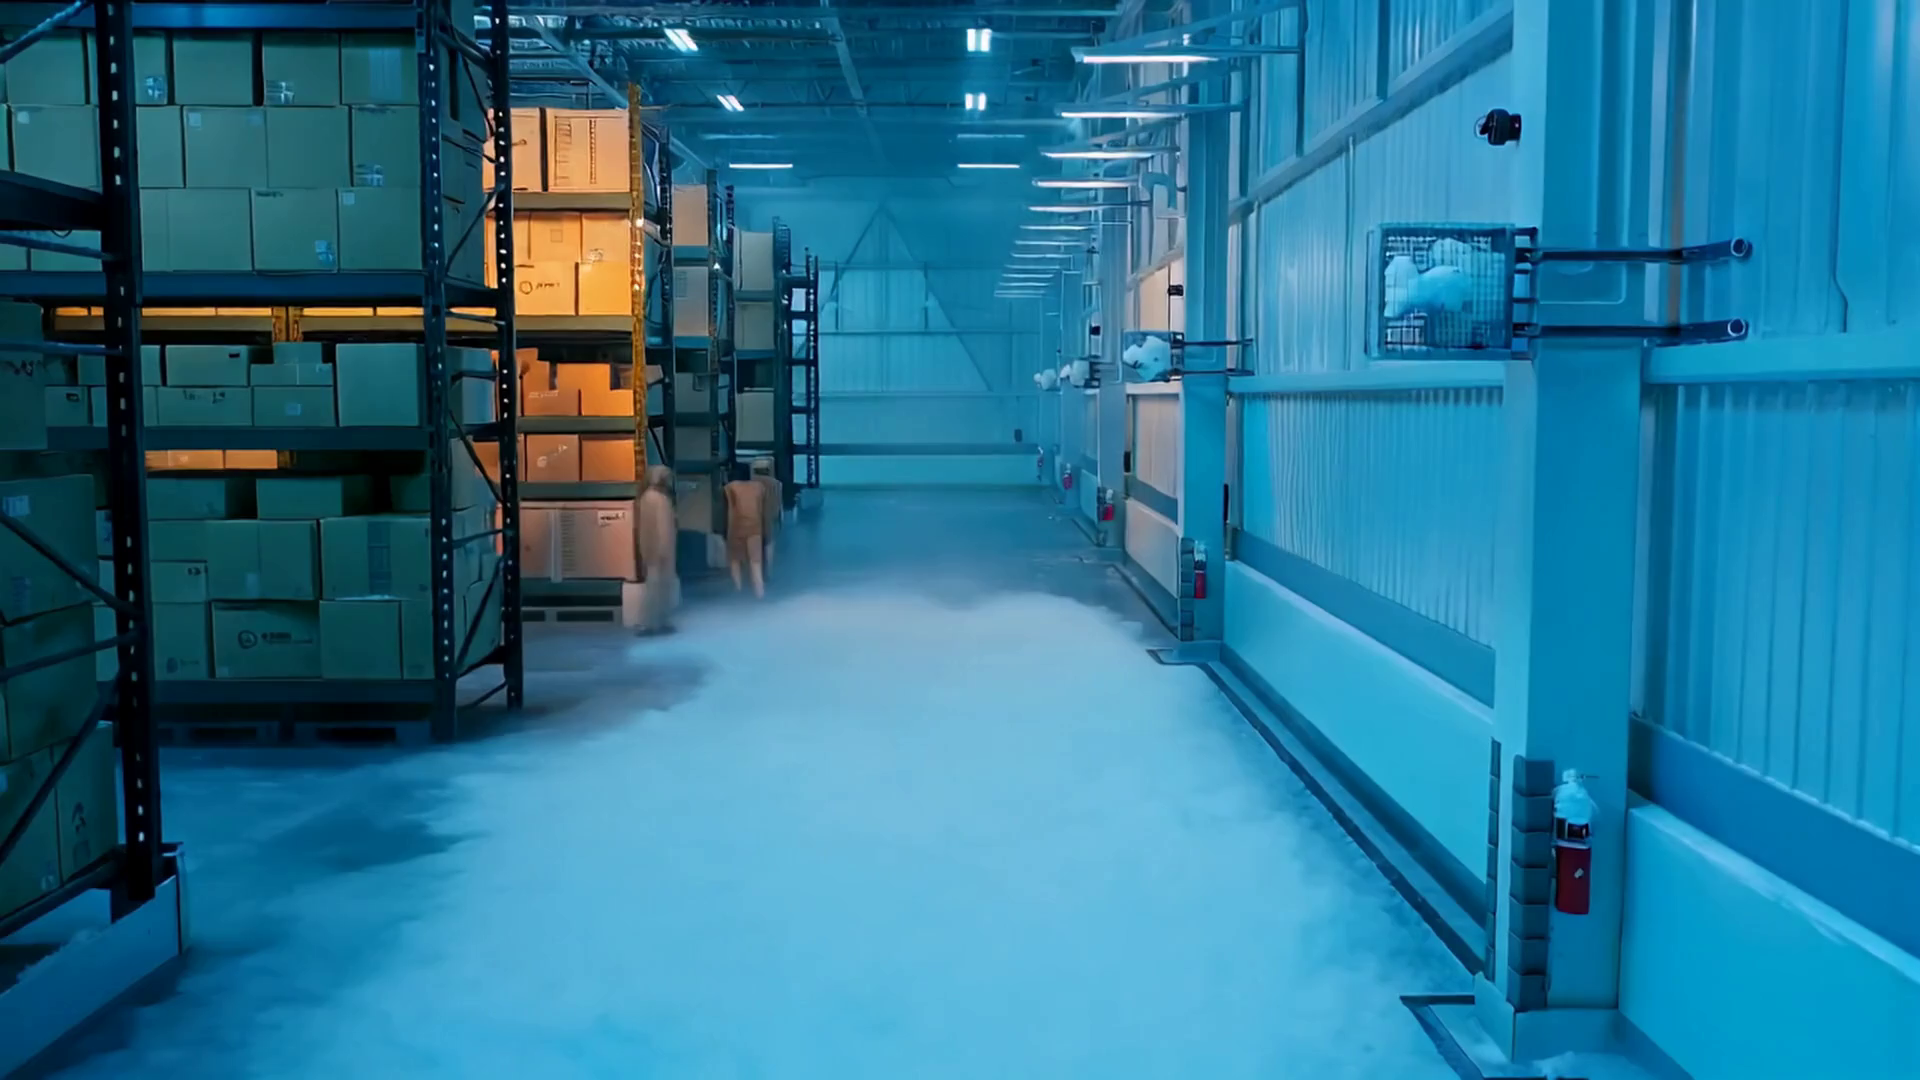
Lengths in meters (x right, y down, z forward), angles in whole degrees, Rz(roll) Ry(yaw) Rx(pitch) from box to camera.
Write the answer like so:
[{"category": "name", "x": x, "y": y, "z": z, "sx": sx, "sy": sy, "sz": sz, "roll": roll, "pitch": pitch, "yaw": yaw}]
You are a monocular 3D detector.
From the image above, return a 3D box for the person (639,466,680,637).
[{"category": "person", "x": -3.261, "y": 0.127, "z": 18.222, "sx": 0.622, "sy": 1.872, "sz": 0.722, "roll": -2, "pitch": 5, "yaw": -24}]

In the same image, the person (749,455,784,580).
[{"category": "person", "x": -2.803, "y": -0.304, "z": 23.595, "sx": 0.599, "sy": 1.816, "sz": 0.677, "roll": 0, "pitch": 5, "yaw": 0}]

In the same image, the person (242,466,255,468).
[{"category": "person", "x": -7.299, "y": 0.204, "z": 17.071, "sx": 0.523, "sy": 1.916, "sz": 0.586, "roll": -1, "pitch": 5, "yaw": -14}]

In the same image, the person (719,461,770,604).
[{"category": "person", "x": -2.734, "y": -0.089, "z": 21.102, "sx": 0.653, "sy": 1.812, "sz": 0.562, "roll": -1, "pitch": 5, "yaw": -16}]
